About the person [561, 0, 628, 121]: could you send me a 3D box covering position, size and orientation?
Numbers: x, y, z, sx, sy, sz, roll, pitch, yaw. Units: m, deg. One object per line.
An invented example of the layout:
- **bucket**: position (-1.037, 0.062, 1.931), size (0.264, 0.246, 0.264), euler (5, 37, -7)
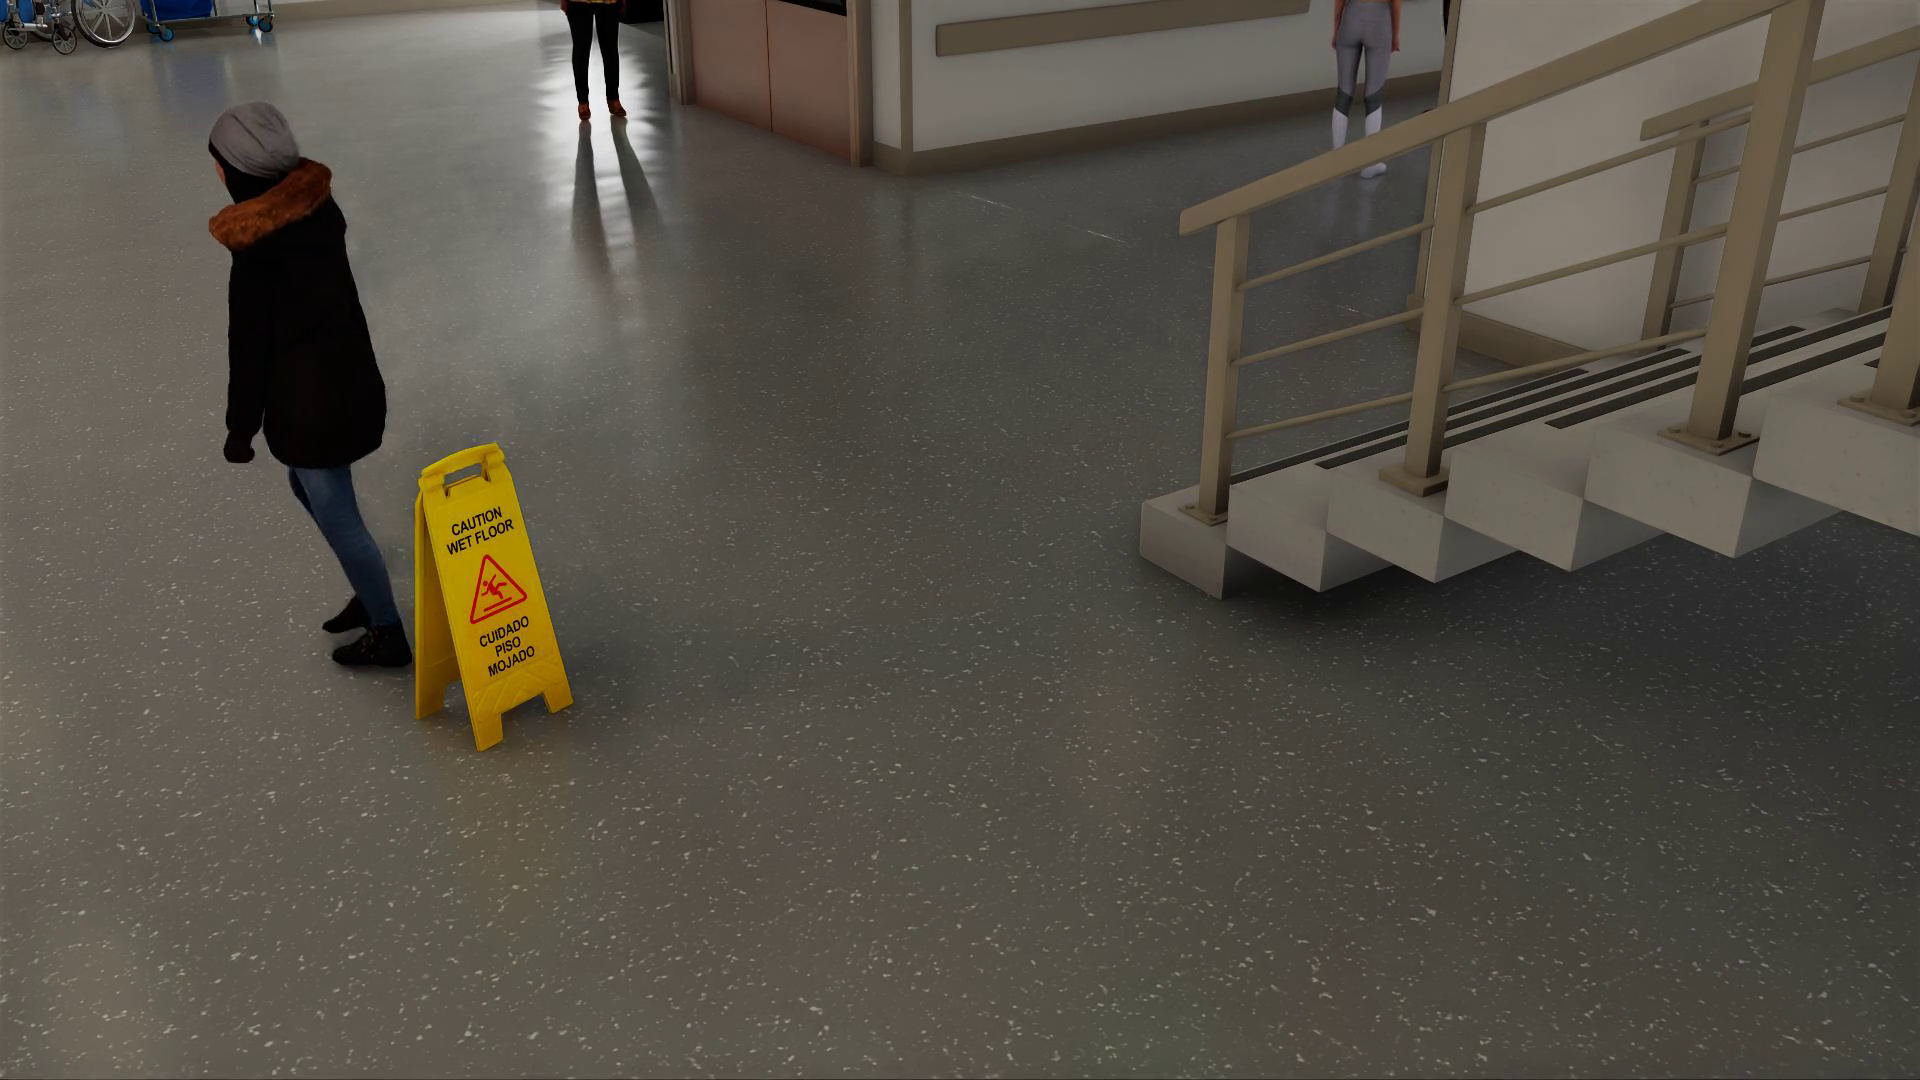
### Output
- **person**: position (-2.584, -3.814, 11.683), size (0.752, 1.655, 0.787), euler (-12, 28, -23)

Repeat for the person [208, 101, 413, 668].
- **person**: position (-1.690, -0.373, 4.591), size (0.798, 1.618, 0.727), euler (2, 26, 4)

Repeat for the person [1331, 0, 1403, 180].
- **person**: position (2.457, -3.079, 10.101), size (0.590, 1.706, 0.700), euler (13, 29, 25)
